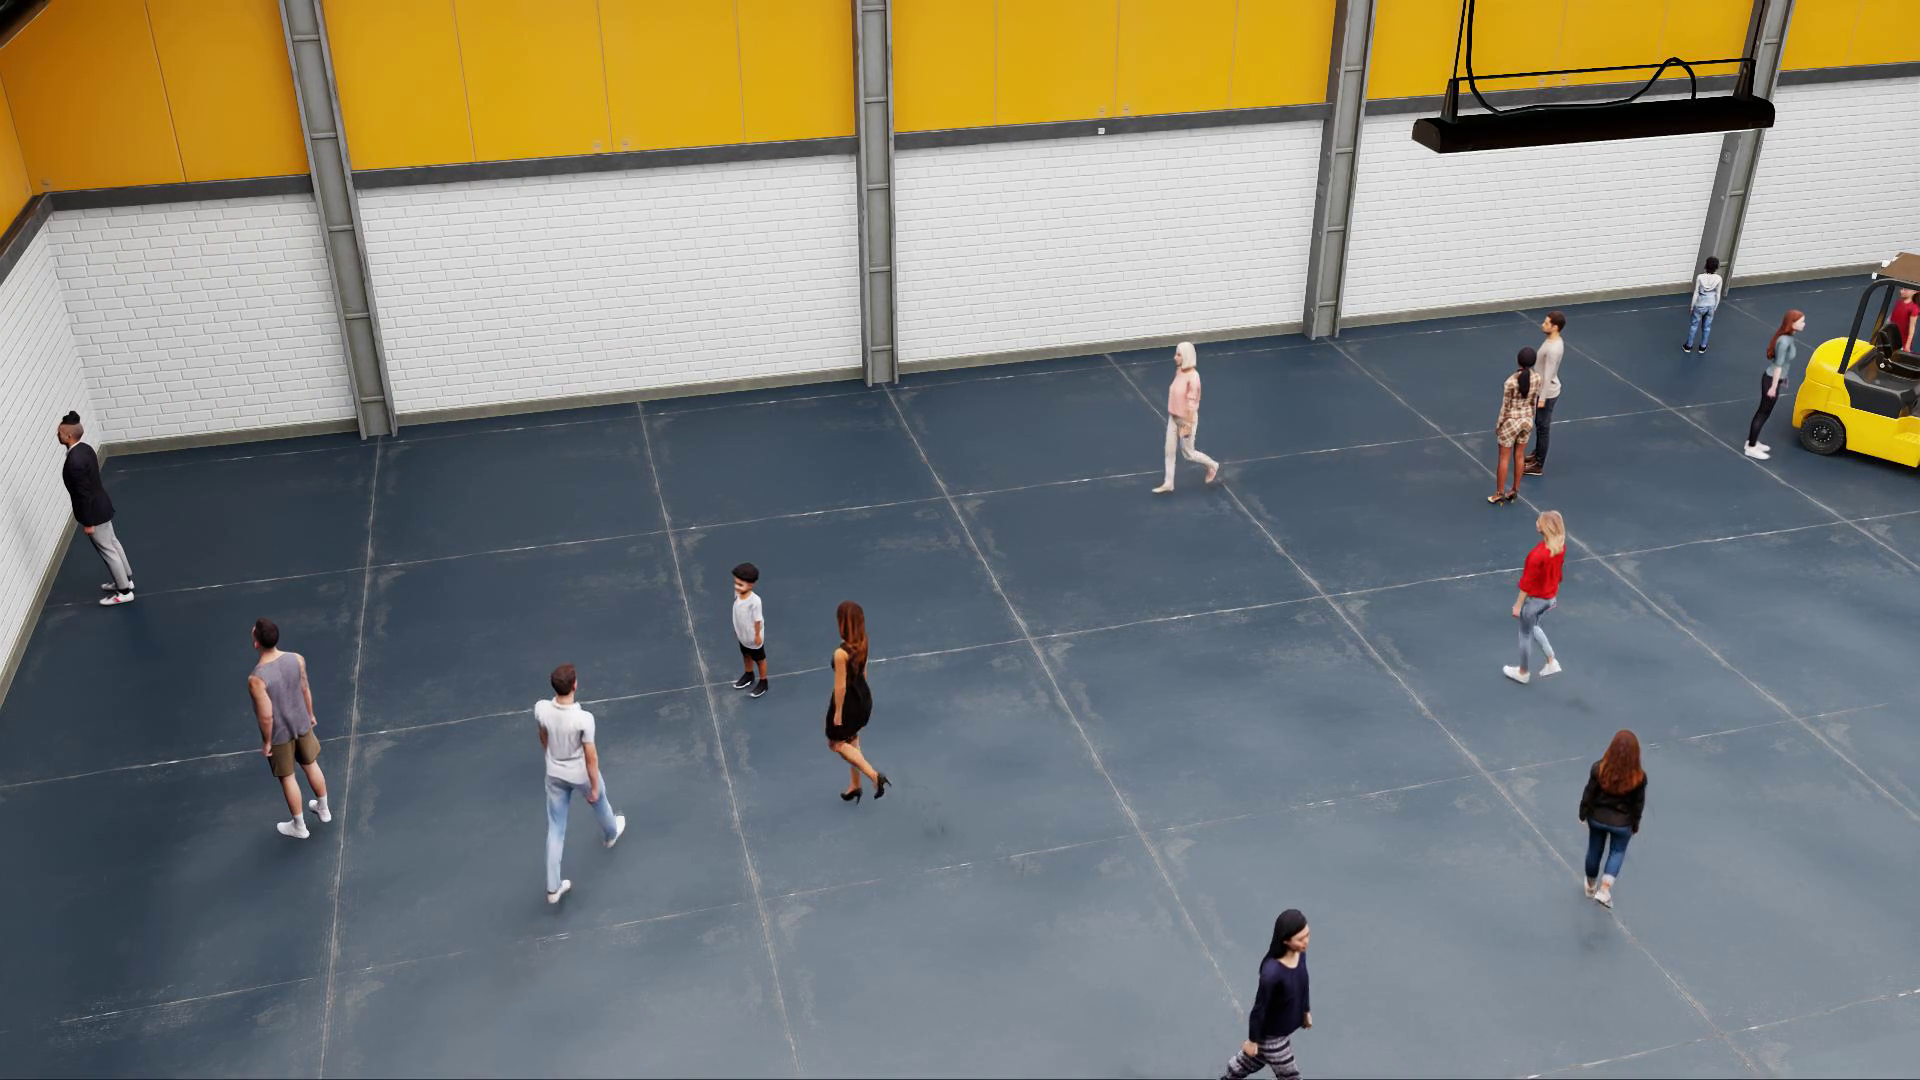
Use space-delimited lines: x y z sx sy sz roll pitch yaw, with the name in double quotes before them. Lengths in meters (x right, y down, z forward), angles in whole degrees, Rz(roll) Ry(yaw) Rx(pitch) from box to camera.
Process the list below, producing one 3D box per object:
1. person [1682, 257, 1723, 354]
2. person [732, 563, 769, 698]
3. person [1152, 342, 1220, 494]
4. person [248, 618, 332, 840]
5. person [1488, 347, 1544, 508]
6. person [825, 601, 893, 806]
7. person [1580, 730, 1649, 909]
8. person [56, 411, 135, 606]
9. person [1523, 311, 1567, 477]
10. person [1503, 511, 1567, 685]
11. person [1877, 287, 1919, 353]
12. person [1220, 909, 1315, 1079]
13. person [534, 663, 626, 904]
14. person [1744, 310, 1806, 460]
"person" 9.556 -3.020 21.359 0.544 1.261 0.623 7 29 13
"person" -1.823 0.756 14.442 0.561 1.256 0.604 22 36 35
"person" 2.460 -1.300 17.736 0.999 1.709 0.671 -11 30 -19
"person" -5.018 1.390 12.368 0.788 1.846 0.716 16 32 26
"person" 5.827 -1.186 17.439 0.472 1.795 0.628 -7 29 -13
"person" -0.764 1.321 12.818 0.881 1.818 0.813 14 31 23
"person" 4.655 2.021 11.891 0.777 1.477 0.827 12 31 21
"person" -8.161 -0.310 15.672 0.593 1.949 0.719 -10 30 -17
"person" 6.393 -1.604 18.133 0.724 1.864 0.725 6 29 11
"person" 5.050 0.548 14.365 0.805 1.694 0.850 -23 36 -36
"person" 11.333 -2.416 19.961 0.688 1.538 0.613 -2 29 -4
"person" 1.838 2.899 10.064 1.114 1.686 1.097 18 33 30
"person" -2.855 1.774 12.009 1.280 1.799 1.097 6 29 11
"person" 9.071 -1.748 18.527 0.719 1.740 0.659 15 32 25
